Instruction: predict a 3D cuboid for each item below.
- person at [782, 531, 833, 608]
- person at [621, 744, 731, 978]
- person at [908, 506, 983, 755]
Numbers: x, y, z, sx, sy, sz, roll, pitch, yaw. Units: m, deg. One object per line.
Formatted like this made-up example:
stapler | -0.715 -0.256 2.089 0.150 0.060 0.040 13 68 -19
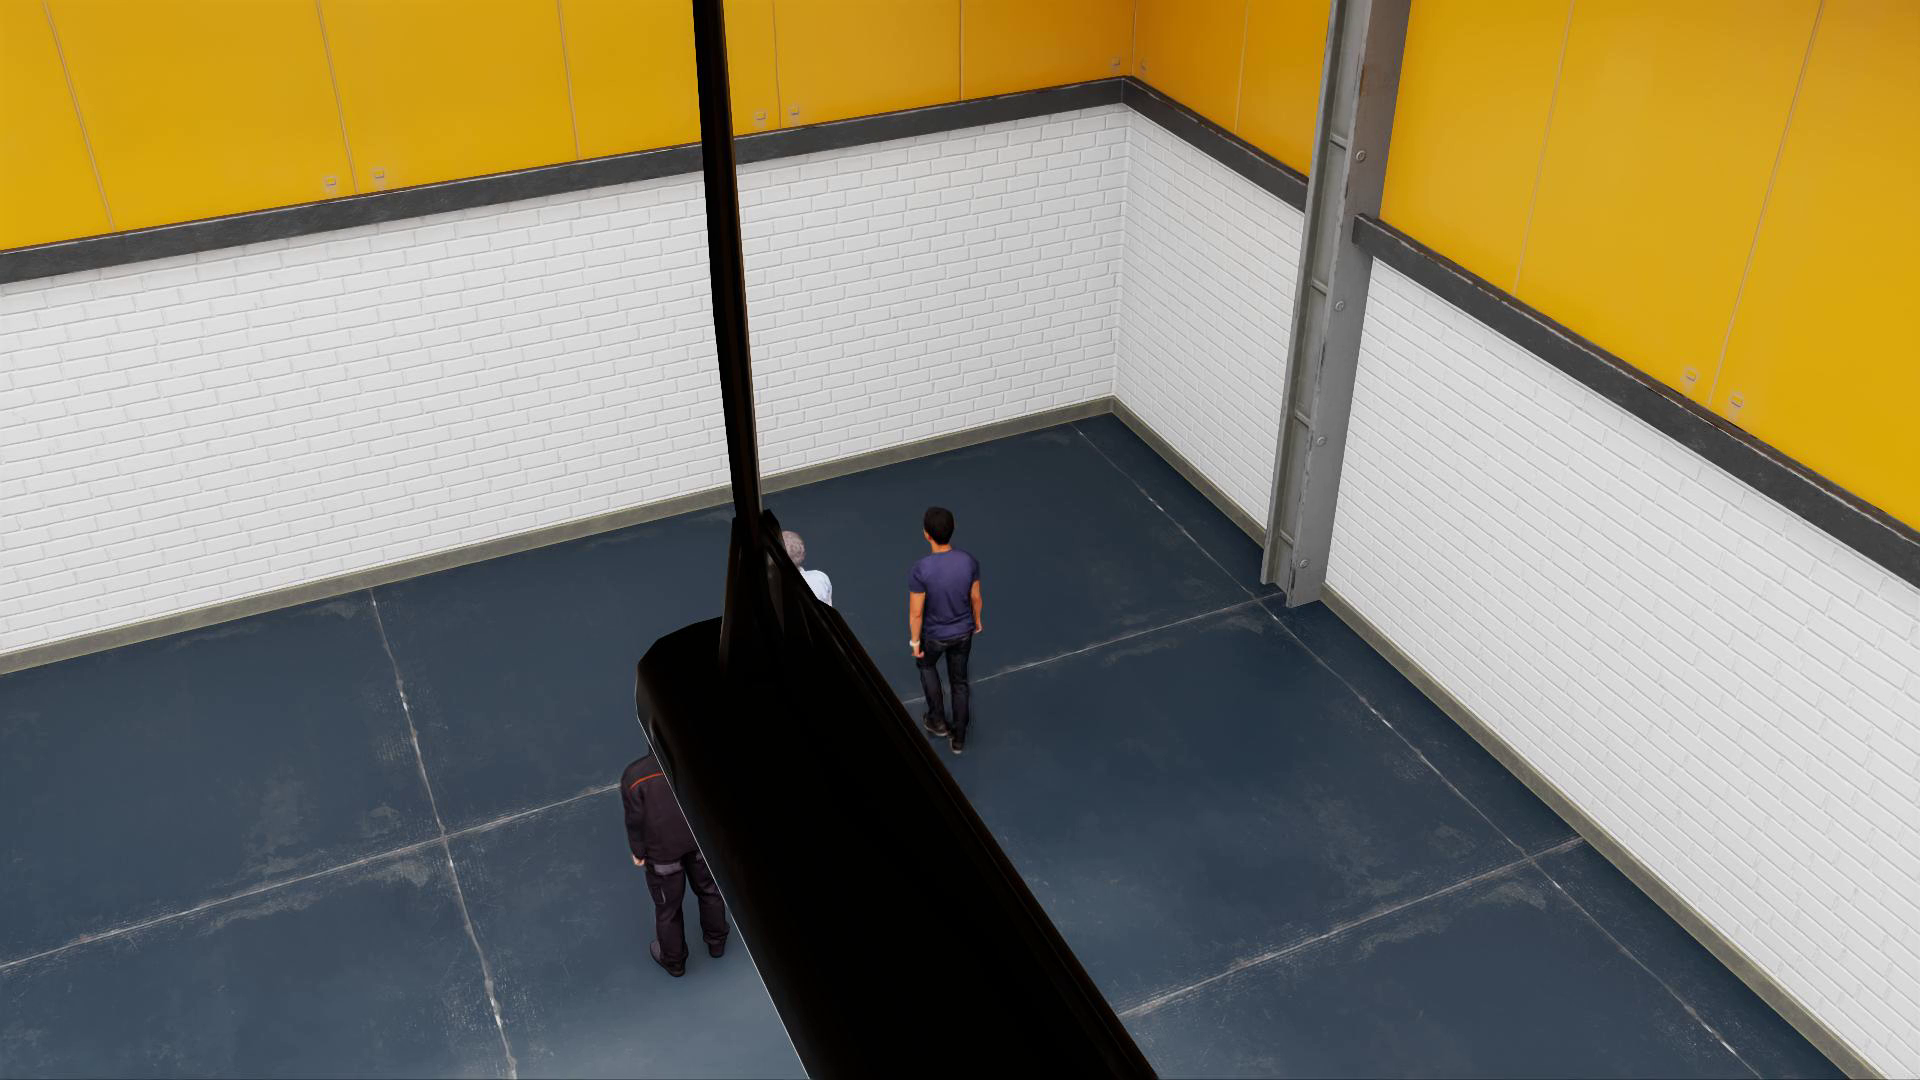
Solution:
person | -1.007 0.742 10.365 0.752 1.827 0.683 -27 42 -34
person | -1.533 1.623 9.029 0.742 1.839 0.606 -19 38 -26
person | -0.068 0.636 10.575 0.718 1.772 0.667 -10 35 -14
